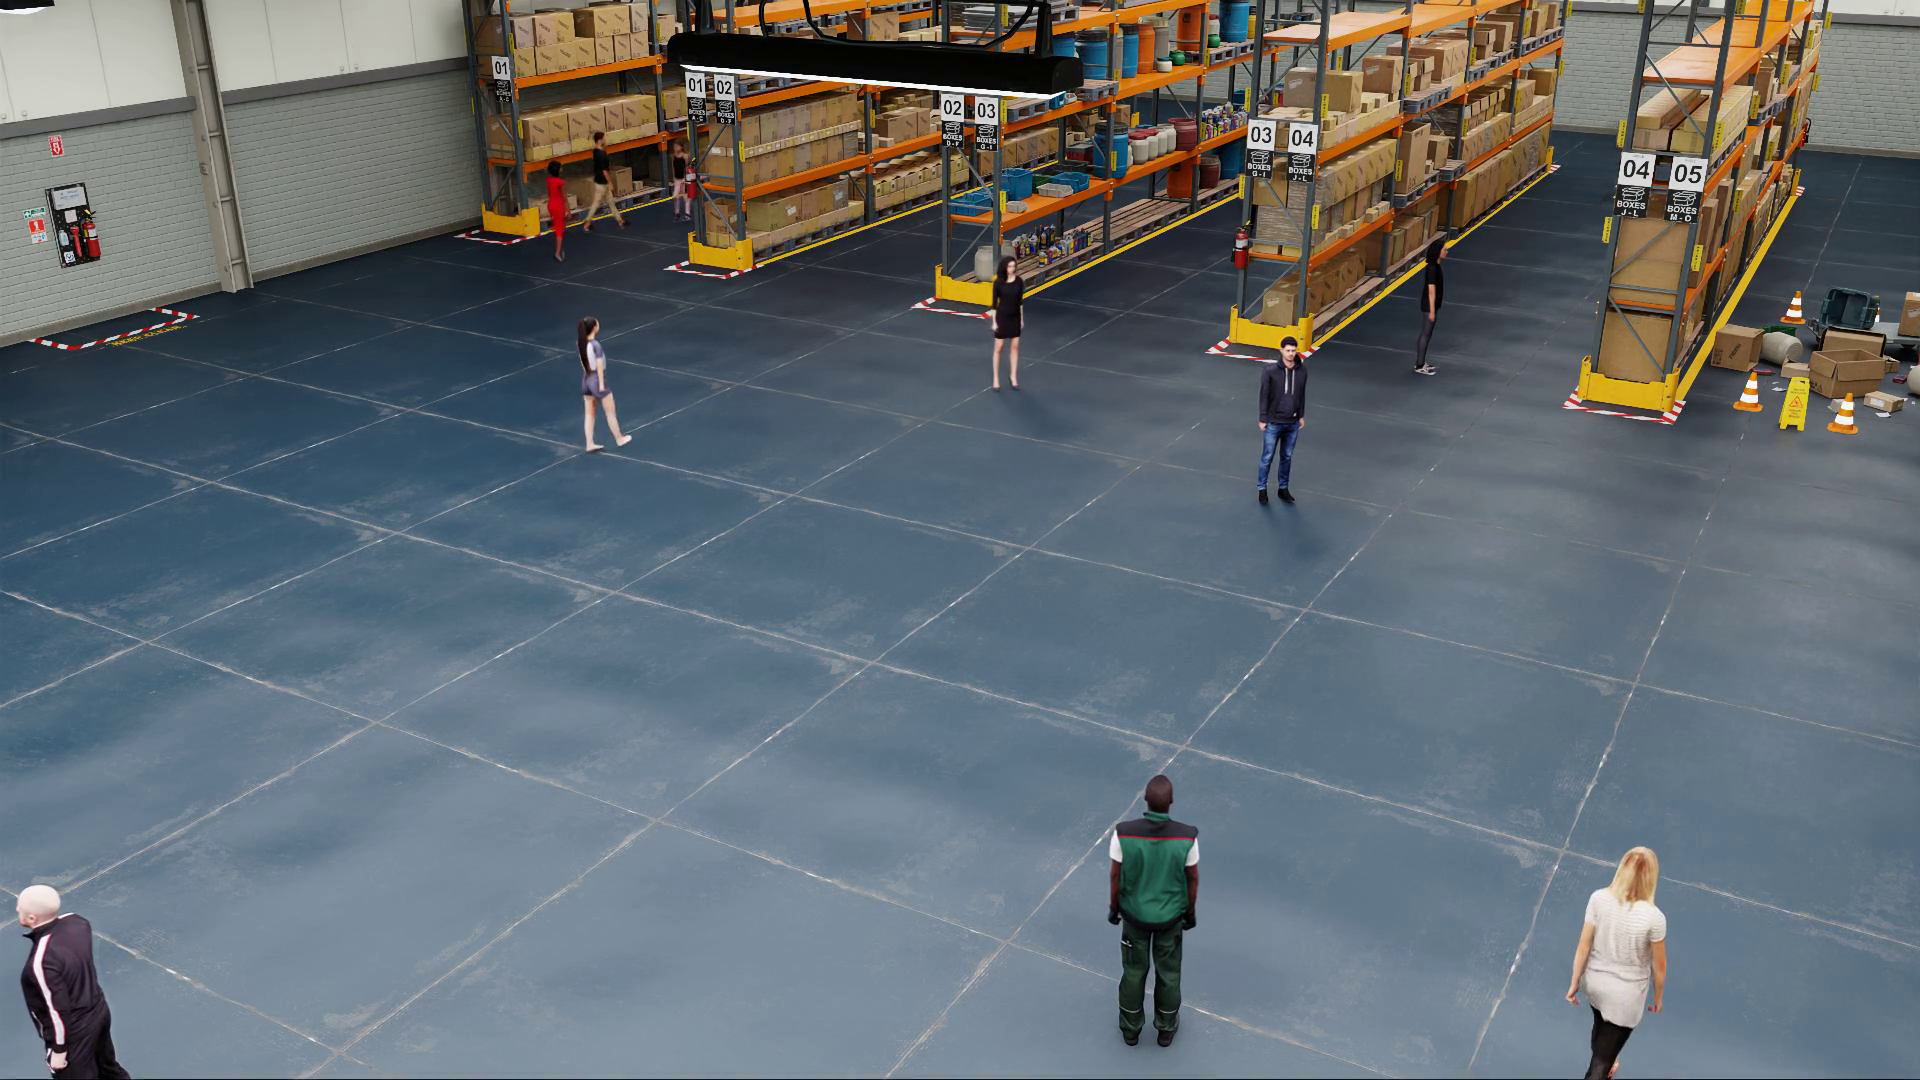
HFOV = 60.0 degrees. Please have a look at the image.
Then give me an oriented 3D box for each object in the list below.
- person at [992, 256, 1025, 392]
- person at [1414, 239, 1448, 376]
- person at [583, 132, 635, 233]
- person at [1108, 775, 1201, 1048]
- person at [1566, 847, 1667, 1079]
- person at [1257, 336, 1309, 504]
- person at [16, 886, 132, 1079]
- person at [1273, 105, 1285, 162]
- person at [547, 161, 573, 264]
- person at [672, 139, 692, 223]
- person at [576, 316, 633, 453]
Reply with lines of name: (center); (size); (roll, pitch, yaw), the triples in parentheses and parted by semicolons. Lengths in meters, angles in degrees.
person: (0.632, -2.862, 21.918); (0.636, 1.804, 0.716); (-8, 24, -18)
person: (6.413, -3.205, 22.682); (0.749, 1.837, 0.557); (6, 24, 14)
person: (-6.670, -6.532, 30.548); (1.243, 1.805, 1.166); (-6, 24, -15)
person: (1.153, 2.216, 9.932); (0.776, 1.840, 0.757); (2, 23, 5)
person: (3.577, 2.564, 9.188); (0.743, 1.781, 1.220); (18, 29, 36)
person: (3.528, -1.331, 18.206); (0.759, 1.892, 0.797); (-4, 23, -9)
person: (-4.738, 2.638, 8.944); (0.832, 1.835, 0.731); (-2, 23, -5)
person: (6.395, -7.930, 33.858); (0.639, 1.787, 0.837); (12, 26, 26)
person: (-6.948, -5.587, 28.419); (0.651, 1.732, 0.667); (18, 29, 36)
person: (-5.240, -6.832, 31.584); (0.574, 1.545, 0.752); (8, 24, 19)
person: (-4.375, -1.813, 19.666); (0.678, 1.635, 0.849); (18, 29, 36)
